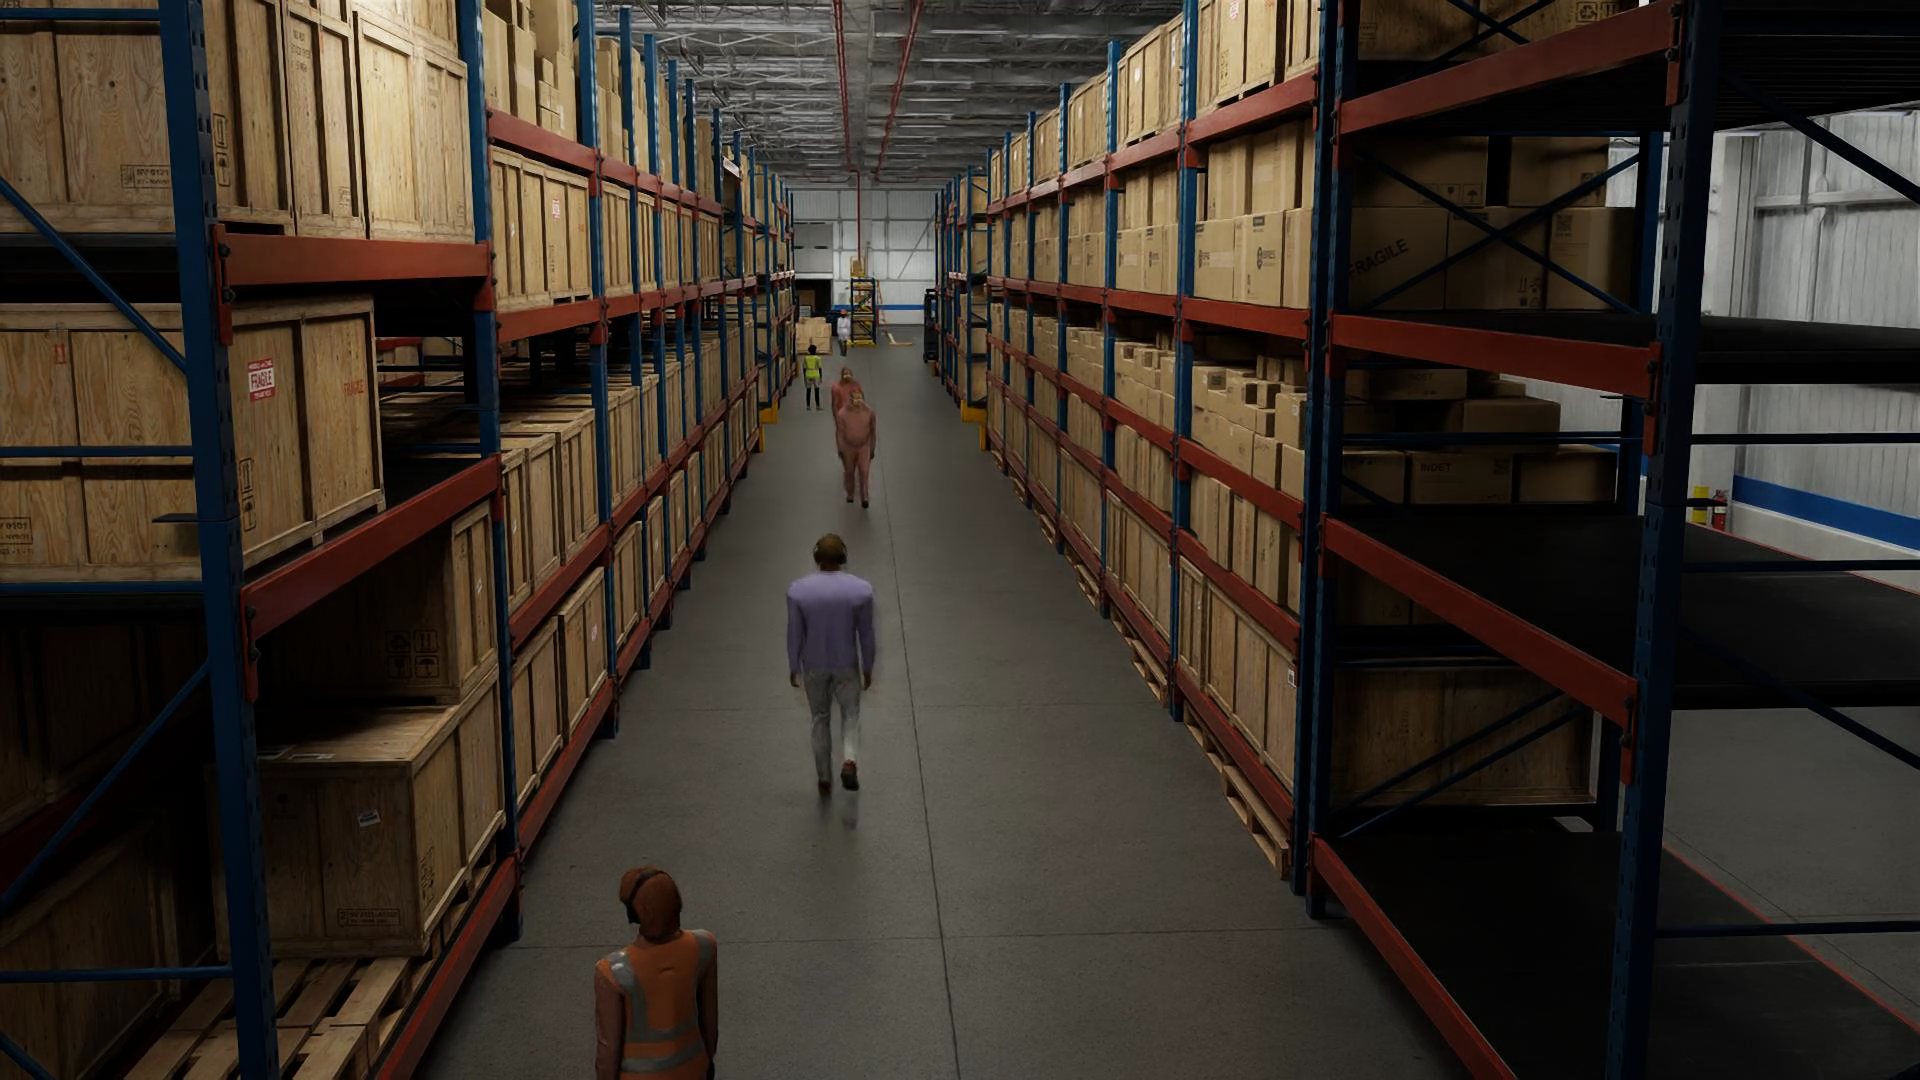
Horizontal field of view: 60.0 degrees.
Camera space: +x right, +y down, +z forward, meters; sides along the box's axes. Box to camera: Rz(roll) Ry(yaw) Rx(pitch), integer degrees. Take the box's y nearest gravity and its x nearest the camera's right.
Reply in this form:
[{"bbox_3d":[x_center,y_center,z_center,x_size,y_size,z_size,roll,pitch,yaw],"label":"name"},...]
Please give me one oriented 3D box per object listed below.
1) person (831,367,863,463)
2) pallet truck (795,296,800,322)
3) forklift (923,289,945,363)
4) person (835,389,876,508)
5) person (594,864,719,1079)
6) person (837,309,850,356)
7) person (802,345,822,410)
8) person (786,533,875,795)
[{"bbox_3d":[-2.055,-2.313,31.327,0.656,1.855,0.960,-4,10,-24],"label":"person"},{"bbox_3d":[-8.622,-12.439,91.403,1.885,1.965,0.823,2,10,13],"label":"pallet truck"},{"bbox_3d":[-0.834,-8.187,63.375,1.129,2.768,1.873,-1,10,-3],"label":"forklift"},{"bbox_3d":[-1.651,-1.457,26.251,0.645,1.864,1.024,-1,10,-6],"label":"person"},{"bbox_3d":[-1.116,2.004,6.184,0.514,1.645,0.308,-8,12,-40],"label":"person"},{"bbox_3d":[-4.773,-8.449,67.797,0.581,1.917,0.608,2,10,13],"label":"person"},{"bbox_3d":[-3.822,-4.212,43.161,0.533,1.695,0.319,2,10,14],"label":"person"},{"bbox_3d":[-0.929,0.903,11.935,0.631,1.928,0.468,-1,10,-7],"label":"person"}]
